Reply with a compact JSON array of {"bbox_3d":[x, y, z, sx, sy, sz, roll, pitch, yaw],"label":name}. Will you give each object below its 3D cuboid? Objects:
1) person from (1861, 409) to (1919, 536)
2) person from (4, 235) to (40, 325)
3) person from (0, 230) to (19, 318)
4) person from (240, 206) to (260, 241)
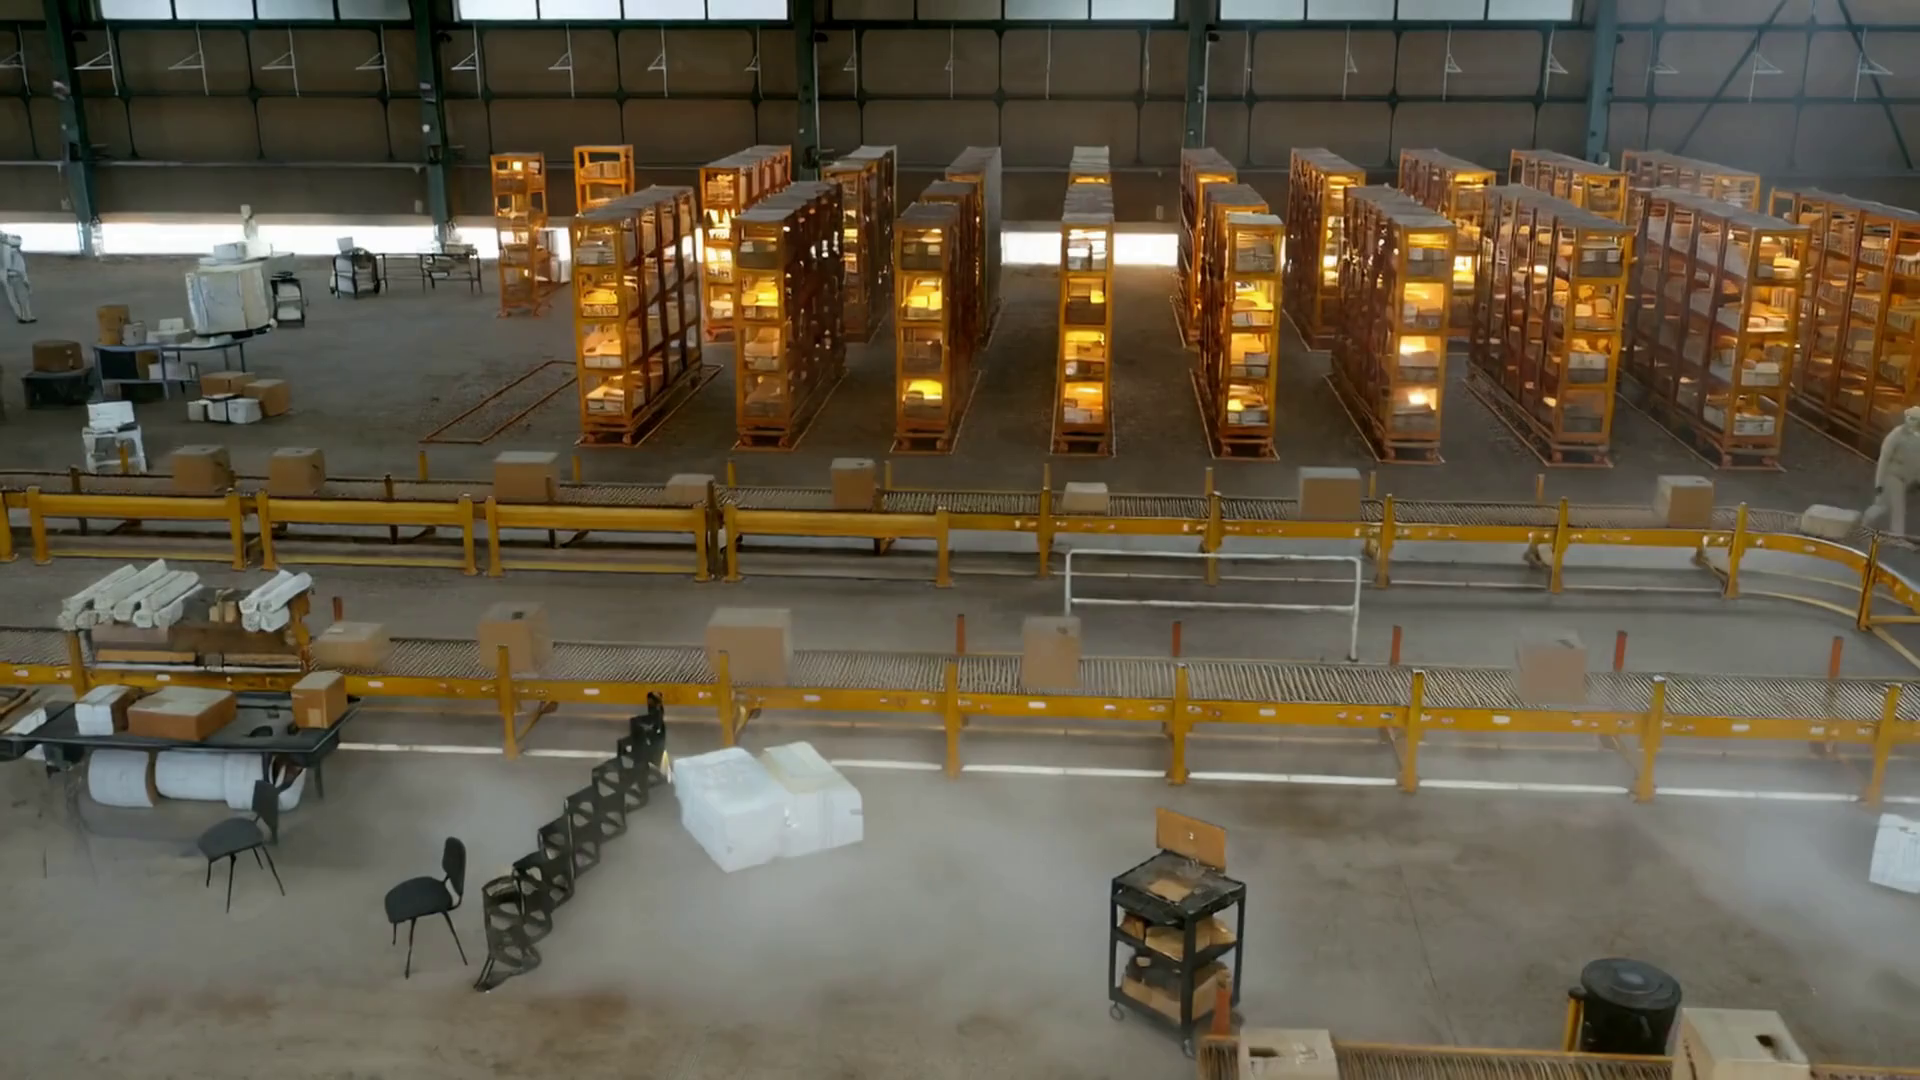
[{"bbox_3d":[11.775,-0.783,21.004,0.633,1.866,0.932,-12,21,-32],"label":"person"},{"bbox_3d":[-20.609,-5.698,36.466,0.602,1.939,0.401,11,21,31],"label":"person"},{"bbox_3d":[-21.446,-5.992,37.424,1.045,1.927,0.598,14,22,38],"label":"person"},{"bbox_3d":[-18.575,-7.789,43.317,0.925,1.797,0.644,-9,19,-25],"label":"person"}]
